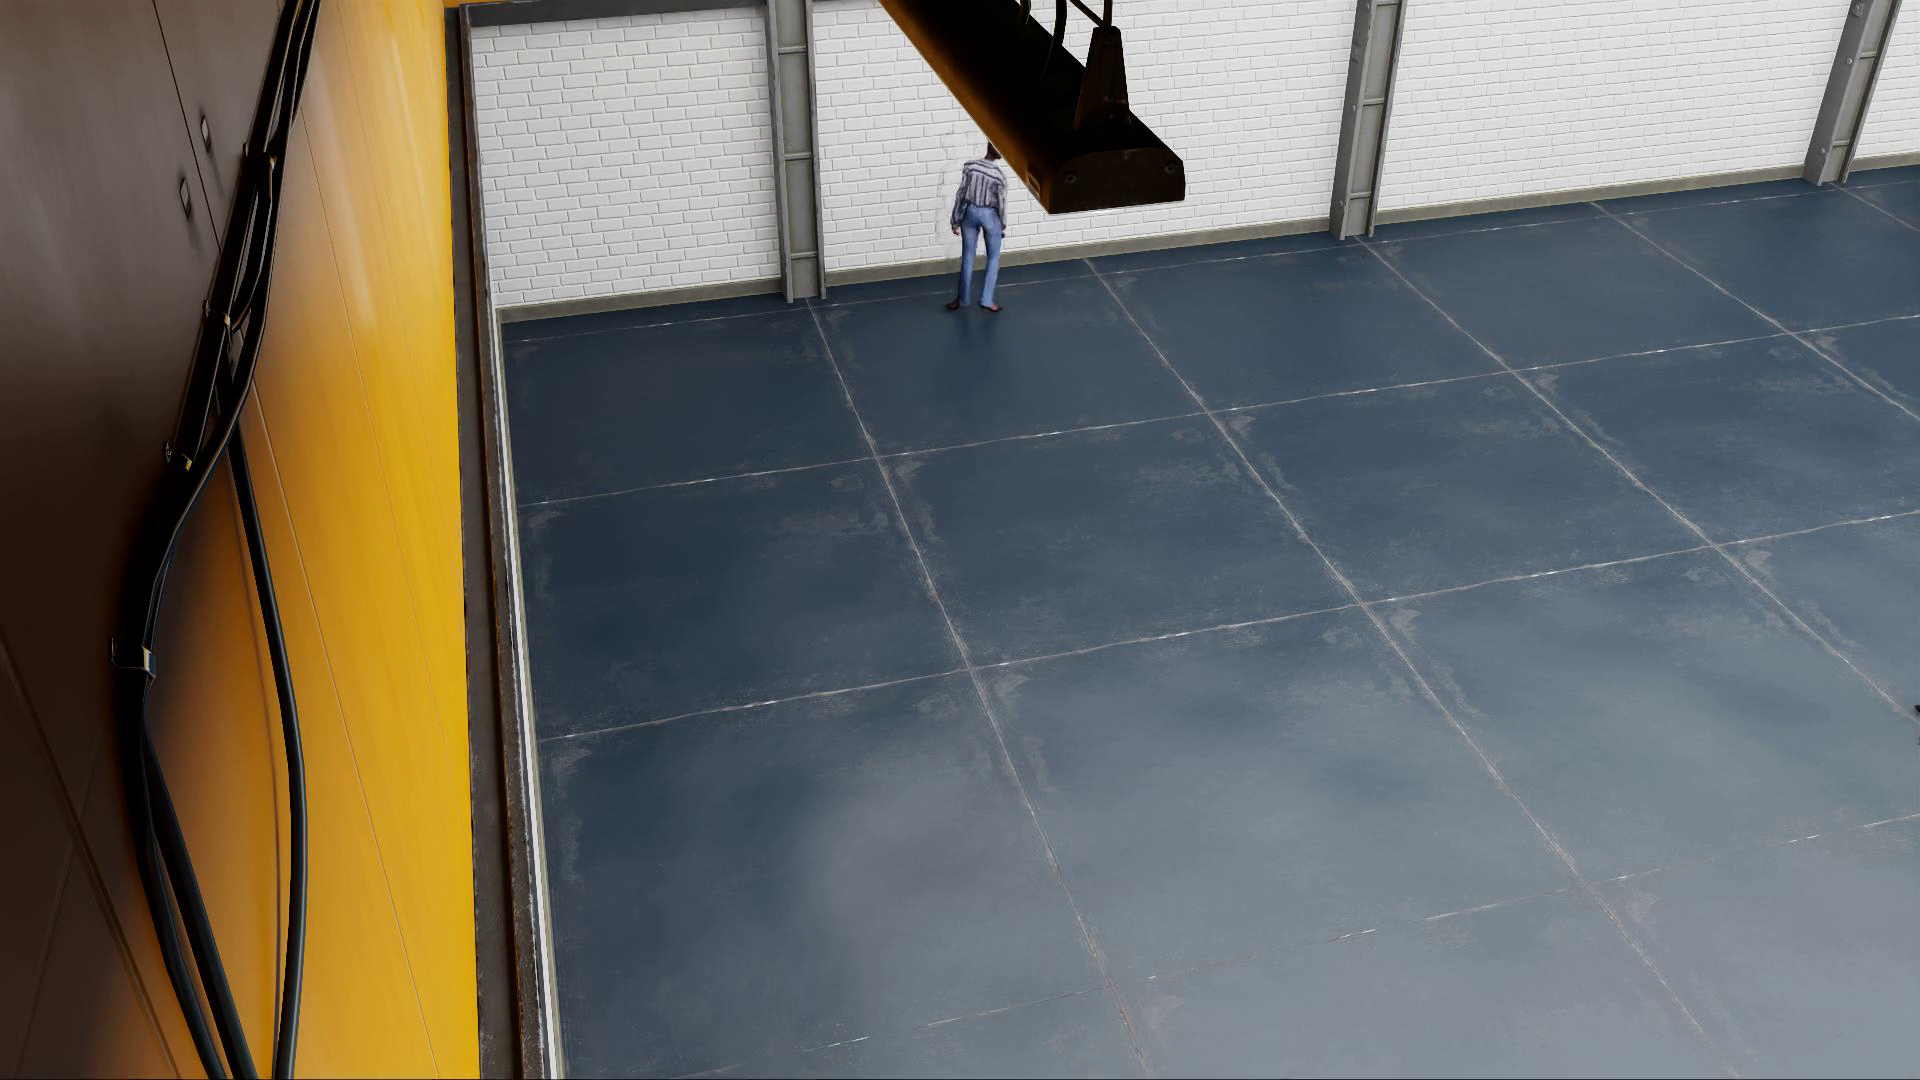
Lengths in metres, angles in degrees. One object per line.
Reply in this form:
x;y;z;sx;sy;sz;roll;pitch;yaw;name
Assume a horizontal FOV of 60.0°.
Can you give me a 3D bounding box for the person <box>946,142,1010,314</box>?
0.140;-3.002;15.915;0.730;1.771;0.876;3;34;5;person
